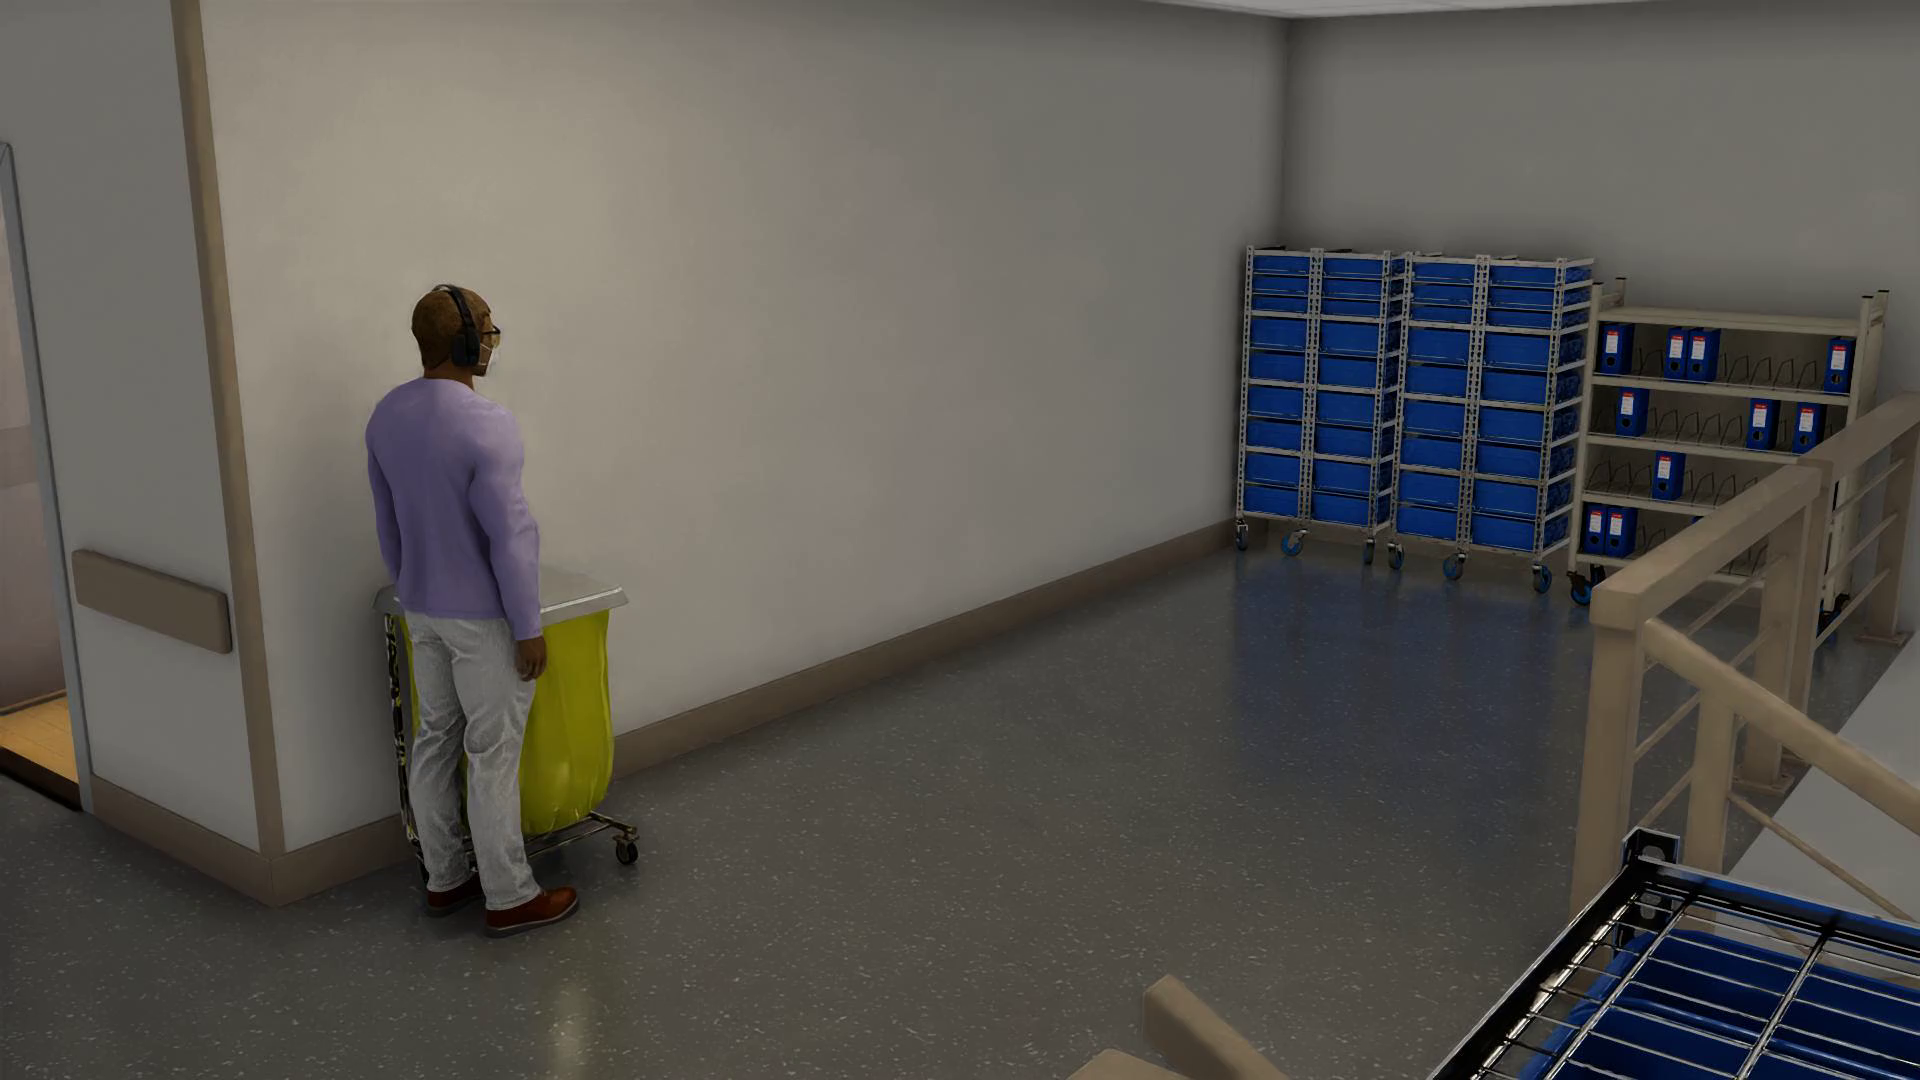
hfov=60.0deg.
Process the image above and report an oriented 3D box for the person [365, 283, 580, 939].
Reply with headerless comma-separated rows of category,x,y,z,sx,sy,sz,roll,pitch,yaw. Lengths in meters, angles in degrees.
person,-1.455,0.219,4.926,0.627,1.941,0.371,10,16,35
